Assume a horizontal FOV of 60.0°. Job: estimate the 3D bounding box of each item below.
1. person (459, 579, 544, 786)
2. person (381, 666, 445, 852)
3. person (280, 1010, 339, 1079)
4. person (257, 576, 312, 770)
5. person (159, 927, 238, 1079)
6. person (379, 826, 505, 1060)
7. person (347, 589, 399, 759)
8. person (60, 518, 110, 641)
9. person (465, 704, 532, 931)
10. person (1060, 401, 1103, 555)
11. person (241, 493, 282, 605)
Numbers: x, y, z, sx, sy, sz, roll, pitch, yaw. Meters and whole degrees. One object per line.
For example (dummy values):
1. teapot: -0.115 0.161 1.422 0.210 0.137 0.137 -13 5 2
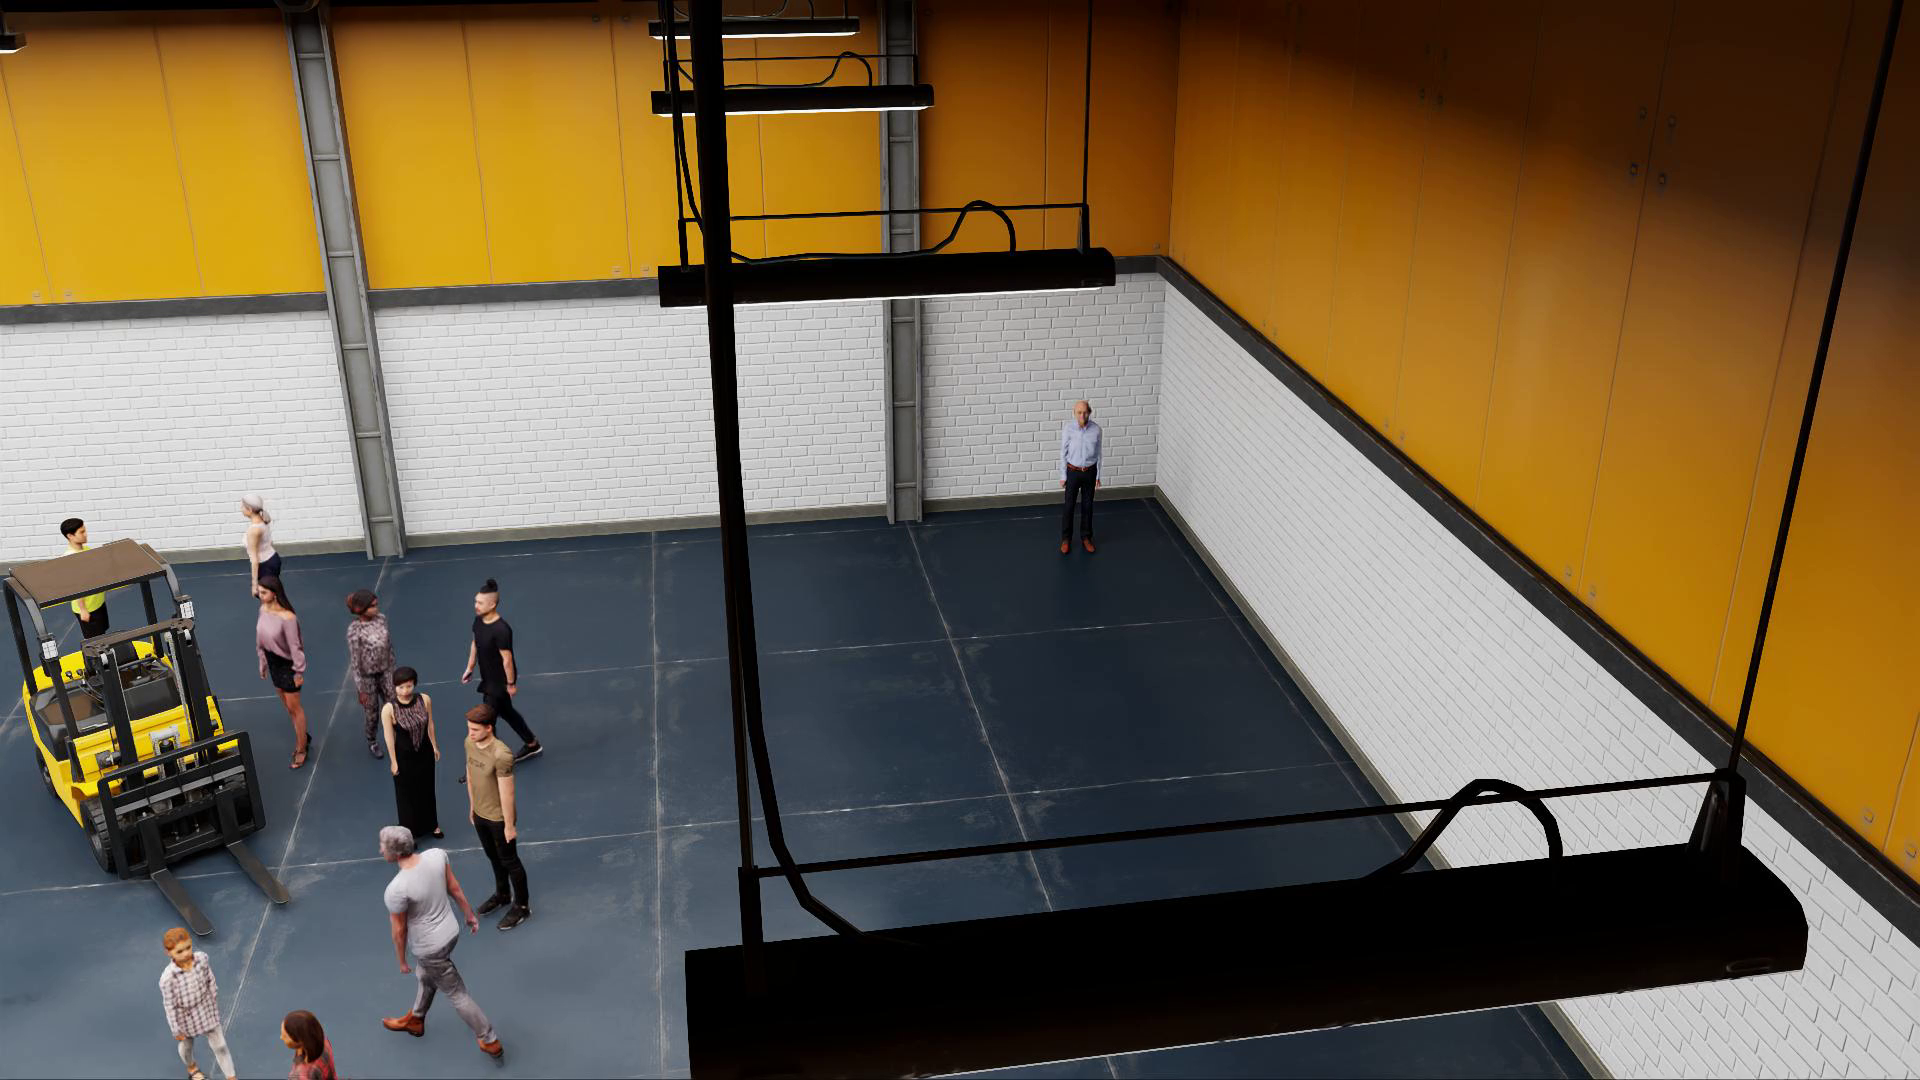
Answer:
1. person: -3.984 1.174 14.494 1.163 1.830 0.960 -16 28 -33
2. person: -4.441 1.739 13.488 0.621 1.602 0.717 -21 31 -39
3. person: -3.612 3.409 9.563 0.932 1.686 0.663 -2 24 -5
4. person: -5.904 1.117 14.647 0.724 1.813 0.792 14 27 29
5. person: -5.055 3.056 10.875 0.910 1.282 0.871 18 29 35
6. person: -3.420 2.704 11.083 1.318 1.760 1.123 10 26 22
7. person: -5.168 1.212 14.587 0.995 1.686 0.991 22 32 40
8. person: -8.396 0.582 16.000 0.512 1.709 0.609 -4 24 -9
9. person: -3.485 2.038 12.493 0.736 1.851 0.779 18 29 35
10. person: 1.370 -0.735 18.909 0.532 1.792 0.712 -2 24 -4
11. person: -6.831 0.319 16.616 0.637 1.697 0.632 -2 24 -4
